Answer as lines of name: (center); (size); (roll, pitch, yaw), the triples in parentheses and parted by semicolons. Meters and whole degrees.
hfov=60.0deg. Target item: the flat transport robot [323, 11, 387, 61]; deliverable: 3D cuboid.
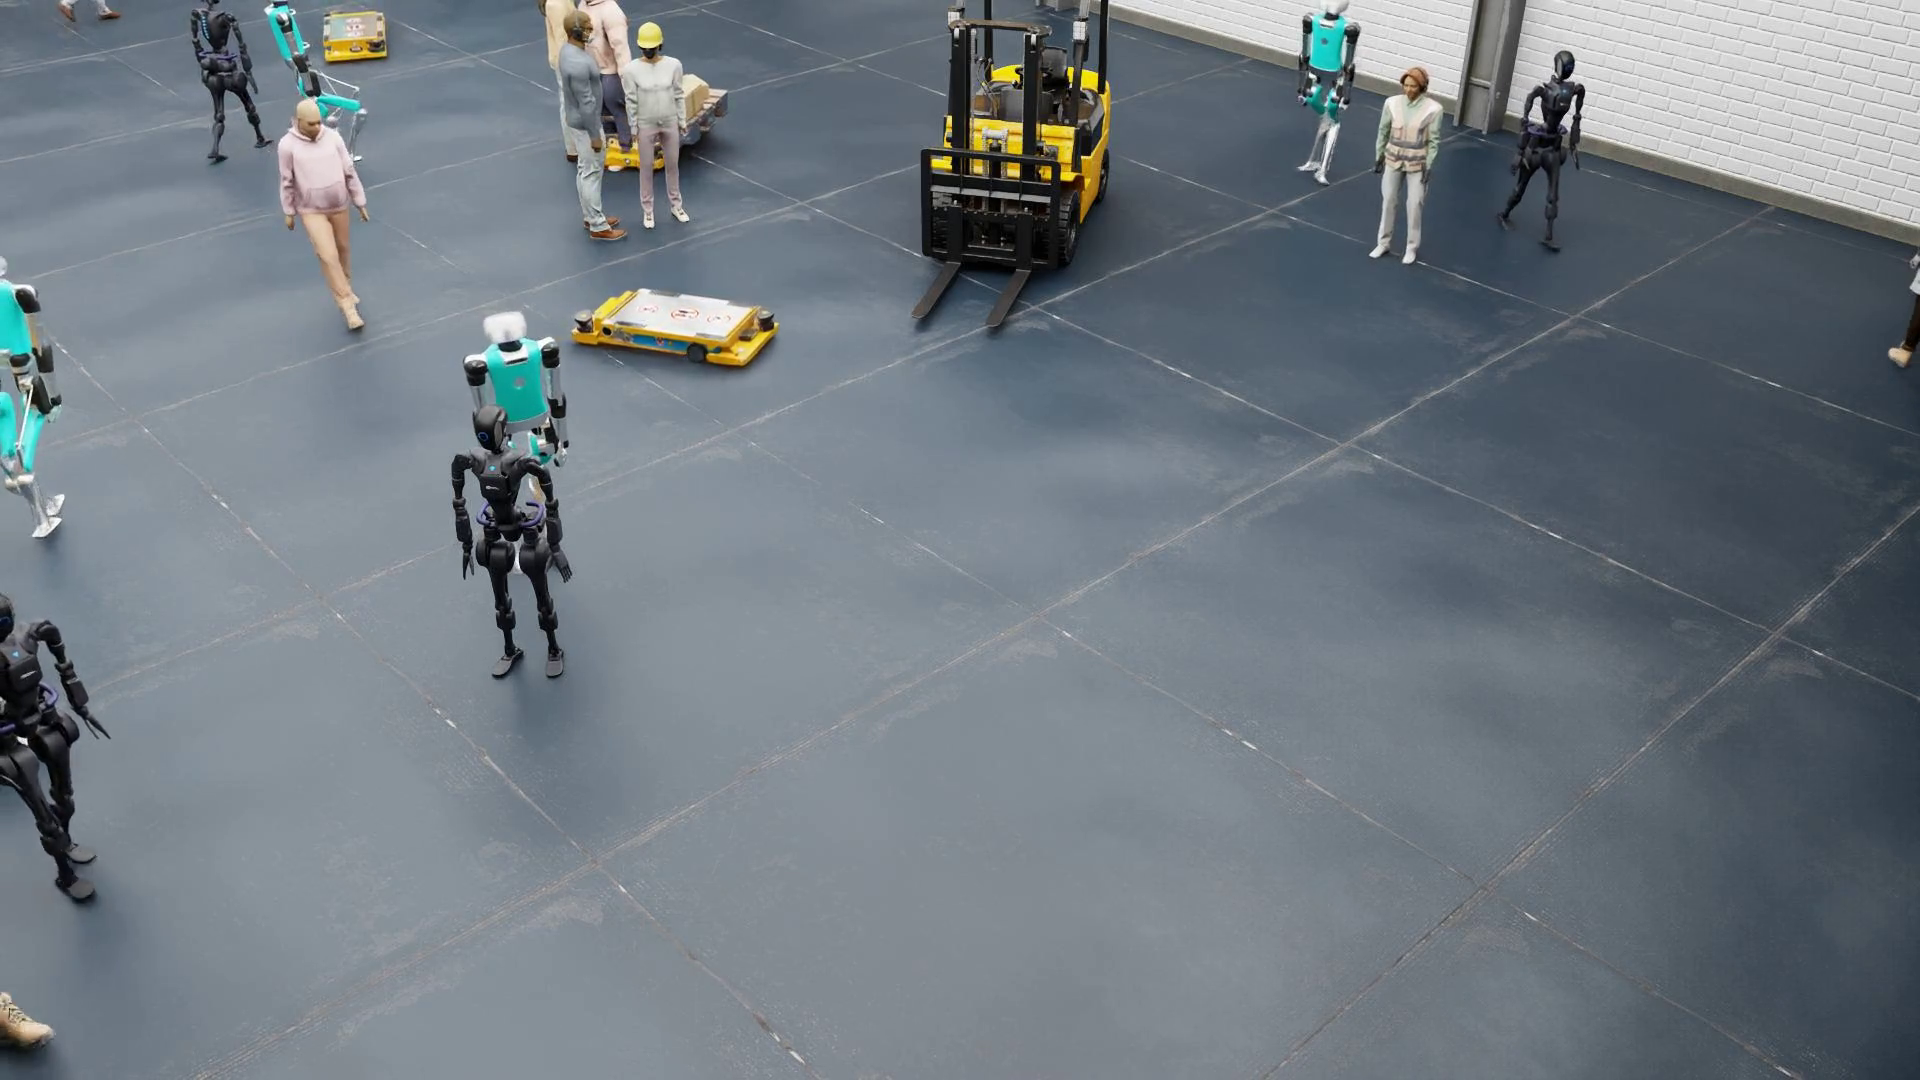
flat transport robot: (-6.937, -5.793, 19.077); (0.659, 0.231, 1.431); (-9, 34, -14)

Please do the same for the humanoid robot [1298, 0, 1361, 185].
humanoid robot: (3.395, -4.118, 15.161); (0.614, 1.774, 0.851); (21, 38, 29)

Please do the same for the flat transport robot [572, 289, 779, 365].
flat transport robot: (-2.168, -1.632, 12.681); (1.431, 0.231, 0.659); (10, 34, 15)

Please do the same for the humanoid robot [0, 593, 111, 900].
humanoid robot: (-4.204, 0.883, 7.539); (0.501, 1.639, 0.590); (16, 36, 23)

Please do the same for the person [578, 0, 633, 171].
person: (-3.292, -4.399, 15.482); (0.806, 1.856, 0.435); (28, 42, 35)

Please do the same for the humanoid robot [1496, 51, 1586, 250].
humanoid robot: (4.933, -3.314, 14.015); (0.602, 1.630, 0.768); (-7, 34, -10)

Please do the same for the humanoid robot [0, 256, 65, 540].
humanoid robot: (-5.761, -0.764, 10.009); (0.530, 1.774, 0.795); (0, 33, 1)

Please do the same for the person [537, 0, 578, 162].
person: (-3.698, -4.505, 15.628); (0.393, 1.875, 0.554); (-5, 33, -7)

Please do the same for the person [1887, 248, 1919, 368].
person: (7.157, -2.034, 11.988); (0.539, 1.695, 0.317); (4, 33, 6)

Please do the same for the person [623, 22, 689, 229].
person: (-2.588, -3.562, 14.276); (0.524, 1.765, 0.327); (-13, 35, -20)

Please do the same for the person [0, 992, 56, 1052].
person: (-4.361, 1.256, 6.687); (1.108, 1.970, 0.638); (15, 36, 22)

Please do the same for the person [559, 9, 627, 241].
person: (-3.123, -3.486, 14.001); (0.372, 1.940, 0.630); (-11, 35, -16)

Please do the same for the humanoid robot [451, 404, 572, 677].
humanoid robot: (-2.370, 0.017, 8.843); (0.599, 1.657, 0.315); (2, 33, 3)

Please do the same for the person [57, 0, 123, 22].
person: (-10.379, -6.876, 19.490); (0.629, 1.622, 0.473); (-25, 40, -33)

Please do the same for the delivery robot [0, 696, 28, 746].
delivery robot: (-5.128, 0.844, 8.631); (0.499, 0.614, 0.818); (-10, 34, -15)

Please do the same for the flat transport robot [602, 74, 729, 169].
flat transport robot: (-2.987, -3.985, 16.299); (0.659, 0.231, 1.431); (7, 34, 11)

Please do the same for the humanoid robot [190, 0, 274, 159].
humanoid robot: (-7.002, -4.449, 15.777); (0.608, 1.648, 0.761); (8, 34, 13)

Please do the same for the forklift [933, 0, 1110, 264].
forklift: (0.570, -3.725, 14.138); (1.214, 2.155, 2.313); (9, 34, 13)

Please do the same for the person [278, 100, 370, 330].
person: (-4.800, -2.495, 12.668); (0.575, 1.724, 0.932); (-23, 40, -31)

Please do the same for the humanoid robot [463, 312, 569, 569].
humanoid robot: (-2.599, -0.601, 9.754); (0.539, 1.767, 0.766); (-16, 36, -23)

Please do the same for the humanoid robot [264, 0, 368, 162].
humanoid robot: (-5.877, -4.217, 15.318); (0.888, 1.776, 0.543); (-17, 37, -24)

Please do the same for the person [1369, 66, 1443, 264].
person: (3.646, -3.078, 13.654); (0.528, 1.631, 0.316); (19, 37, 26)
